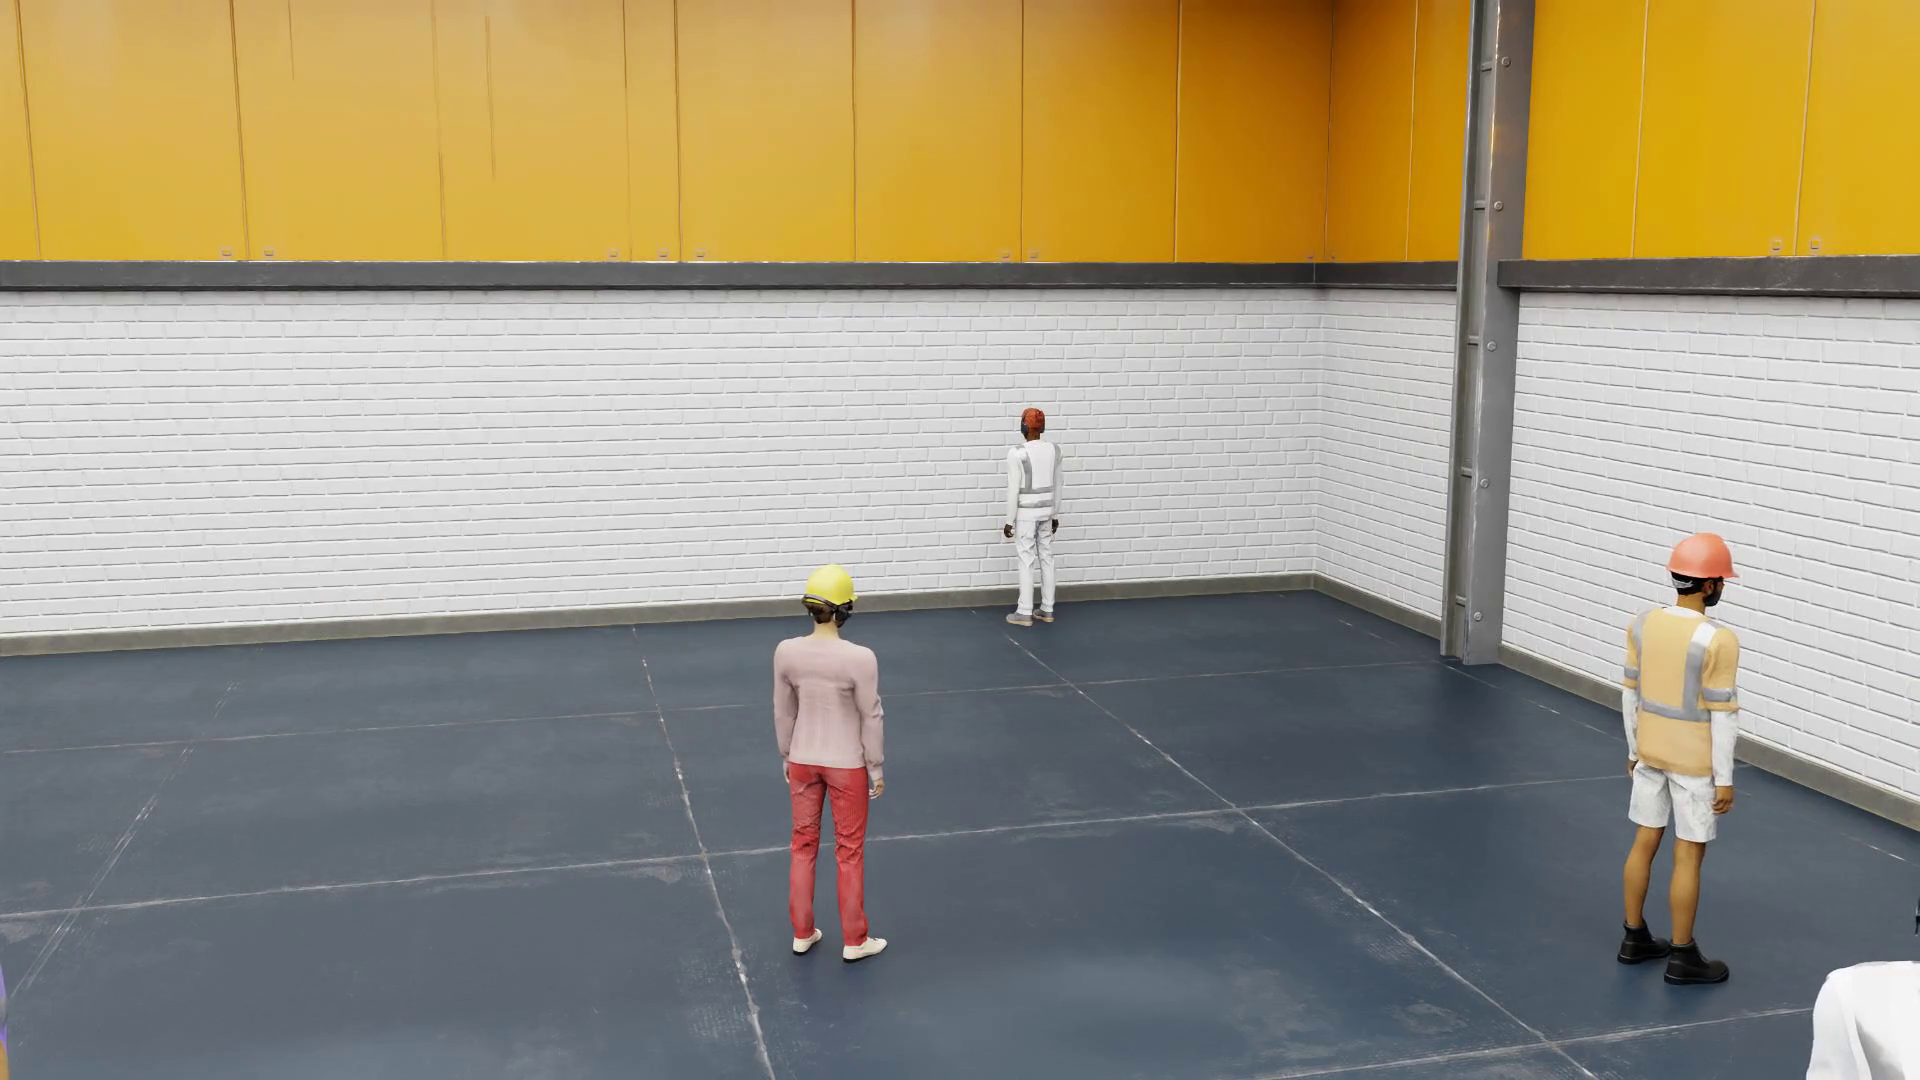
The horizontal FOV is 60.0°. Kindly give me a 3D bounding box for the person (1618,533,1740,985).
[{"bbox_3d":[3.112,0.927,7.153,0.377,1.936,0.549,-4,10,-24],"label":"person"}]

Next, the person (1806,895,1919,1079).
[{"bbox_3d":[2.062,1.538,3.507,0.572,1.886,0.354,2,9,13],"label":"person"}]

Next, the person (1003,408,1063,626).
[{"bbox_3d":[0.628,-0.201,14.369,0.575,1.883,0.355,-6,11,-35],"label":"person"}]

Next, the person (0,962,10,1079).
[{"bbox_3d":[-2.554,1.461,4.117,0.569,1.840,0.374,4,10,26],"label":"person"}]

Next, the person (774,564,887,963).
[{"bbox_3d":[-0.569,0.983,7.341,0.525,1.769,0.315,4,10,23],"label":"person"}]
